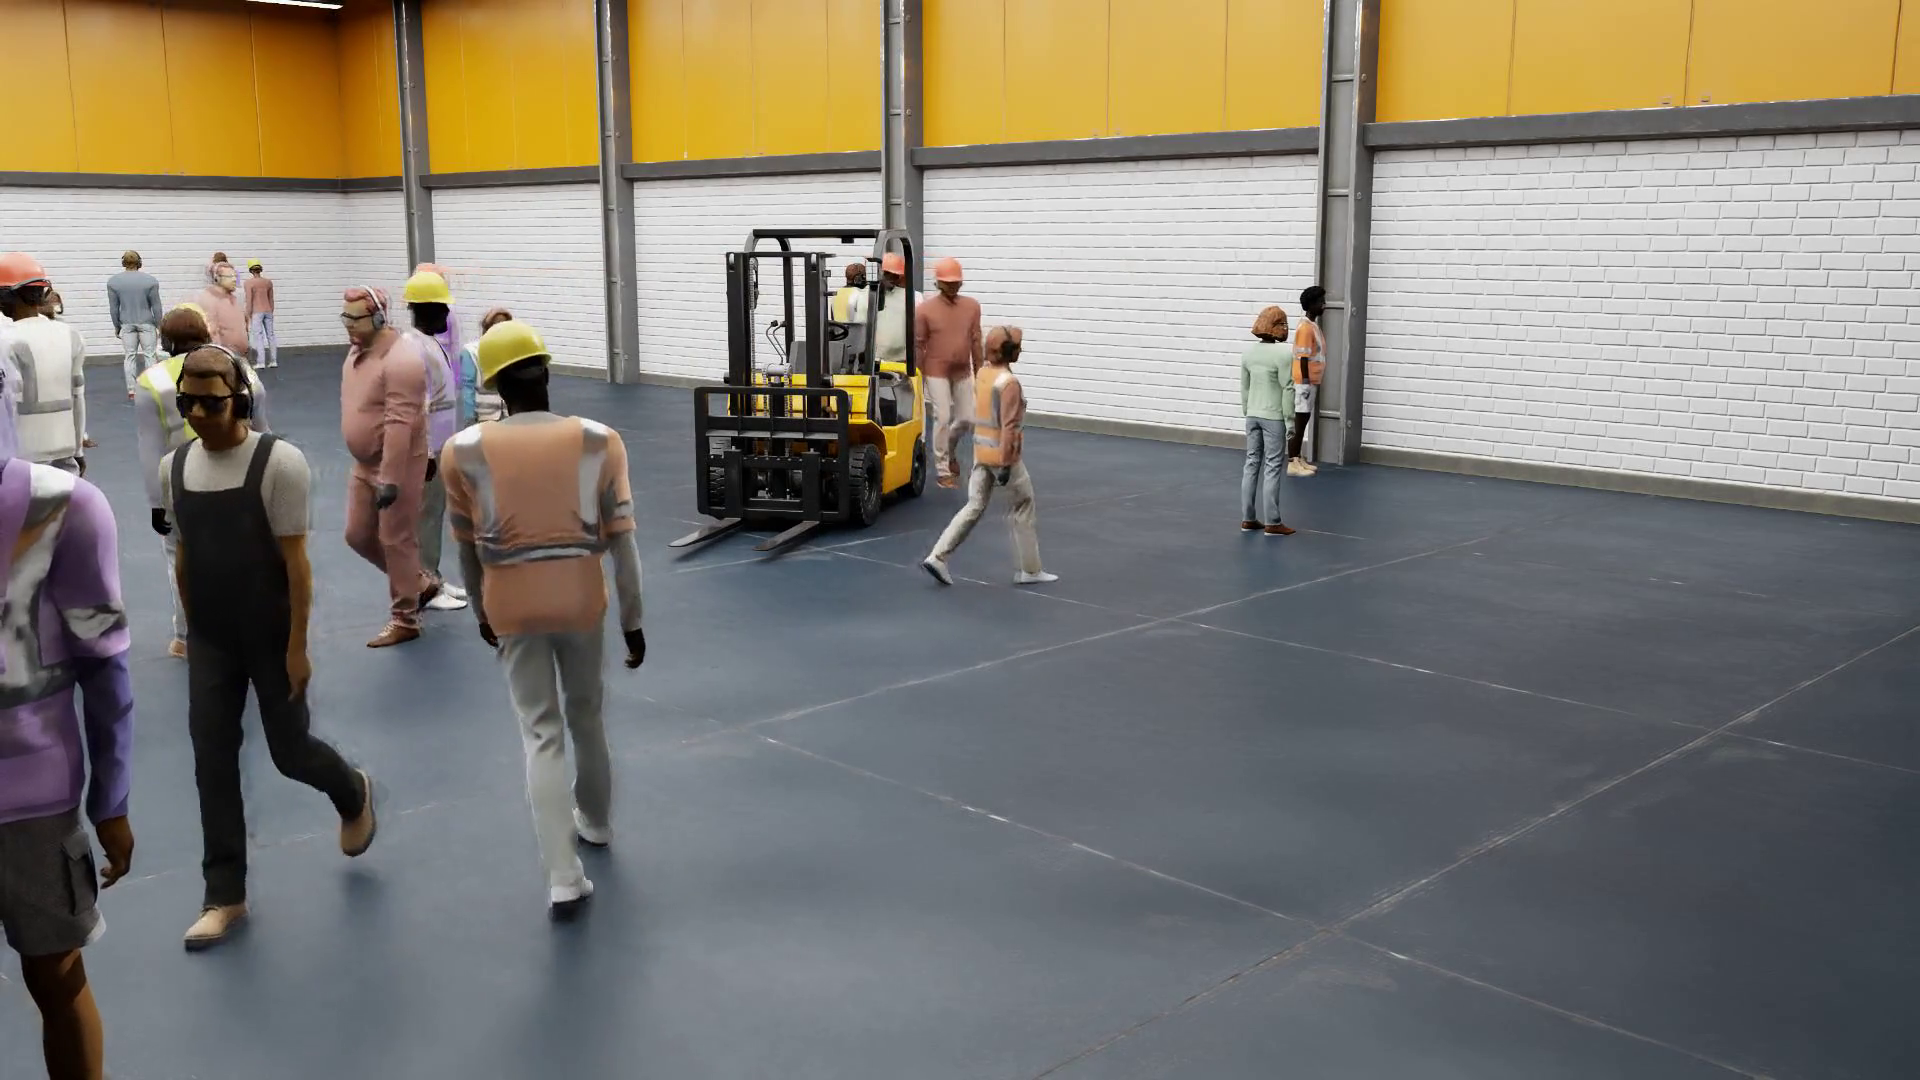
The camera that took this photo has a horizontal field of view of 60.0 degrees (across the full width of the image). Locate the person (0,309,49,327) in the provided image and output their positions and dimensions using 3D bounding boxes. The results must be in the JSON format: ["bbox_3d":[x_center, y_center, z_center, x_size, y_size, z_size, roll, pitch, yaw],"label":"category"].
[{"bbox_3d":[-6.630,-0.967,11.698,0.360,1.939,0.543,5,12,26],"label":"person"}]

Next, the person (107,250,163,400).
[{"bbox_3d":[-10.656,-2.774,21.548,0.632,1.940,0.372,-3,11,-14],"label":"person"}]

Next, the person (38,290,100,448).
[{"bbox_3d":[-9.129,-1.706,16.658,0.829,1.597,0.511,2,11,13],"label":"person"}]

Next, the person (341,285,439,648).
[{"bbox_3d":[-2.963,-0.376,8.636,0.664,1.883,0.499,9,14,40],"label":"person"}]

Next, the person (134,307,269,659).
[{"bbox_3d":[-3.647,-0.241,8.166,0.645,1.799,0.955,-10,14,-43],"label":"person"}]

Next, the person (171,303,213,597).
[{"bbox_3d":[-4.170,-0.412,9.143,0.533,1.768,0.310,-10,15,-44],"label":"person"}]

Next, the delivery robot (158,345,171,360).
[{"bbox_3d":[-12.226,-2.947,26.012,0.707,0.478,0.477,7,13,35],"label":"delivery robot"}]

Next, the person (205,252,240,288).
[{"bbox_3d":[-12.450,-3.940,28.158,0.378,1.845,0.570,10,14,44],"label":"person"}]

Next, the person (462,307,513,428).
[{"bbox_3d":[-3.463,-0.923,12.333,0.511,1.612,0.696,-7,12,-33],"label":"person"}]

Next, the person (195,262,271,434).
[{"bbox_3d":[-6.926,-1.706,15.921,0.911,1.871,0.650,2,11,12],"label":"person"}]

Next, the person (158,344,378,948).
[{"bbox_3d":[-2.196,0.285,5.226,0.519,1.820,0.798,1,10,7],"label":"person"}]

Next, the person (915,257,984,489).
[{"bbox_3d":[-0.121,-1.422,14.140,0.642,1.956,0.734,-5,11,-23],"label":"person"}]

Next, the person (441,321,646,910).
[{"bbox_3d":[-1.344,0.229,5.416,0.606,1.865,0.897,-4,11,-21],"label":"person"}]

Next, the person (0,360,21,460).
[{"bbox_3d":[-4.762,-0.233,7.799,0.899,1.894,0.663,-2,11,-9],"label":"person"}]

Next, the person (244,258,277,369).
[{"bbox_3d":[-11.215,-3.617,26.629,0.329,1.764,0.524,6,12,30],"label":"person"}]

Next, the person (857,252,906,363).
[{"bbox_3d":[-0.685,-1.719,15.700,0.654,1.972,0.433,-5,12,-26],"label":"person"}]

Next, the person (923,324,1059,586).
[{"bbox_3d":[0.175,-0.504,10.086,0.809,1.607,0.515,-5,12,-25],"label":"person"}]

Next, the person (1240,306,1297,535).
[{"bbox_3d":[2.206,-0.850,11.889,0.280,1.633,0.500,-7,12,-33],"label":"person"}]

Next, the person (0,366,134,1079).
[{"bbox_3d":[-1.979,0.515,3.329,0.609,2.043,0.397,-2,11,-12],"label":"person"}]

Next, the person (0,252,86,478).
[{"bbox_3d":[-4.820,-0.465,8.670,0.372,2.042,0.615,2,11,12],"label":"person"}]

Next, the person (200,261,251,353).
[{"bbox_3d":[-8.948,-2.481,20.270,0.519,1.834,0.898,-5,12,-27],"label":"person"}]

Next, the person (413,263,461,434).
[{"bbox_3d":[-4.138,-1.281,13.476,0.729,1.920,0.566,-4,11,-23],"label":"person"}]

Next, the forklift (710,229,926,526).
[{"bbox_3d":[-1.050,-1.319,12.920,1.214,2.155,2.313,2,11,13],"label":"forklift"}]

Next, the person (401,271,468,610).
[{"bbox_3d":[-3.024,-0.566,9.540,0.366,1.926,0.594,-2,11,-10],"label":"person"}]

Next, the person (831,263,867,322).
[{"bbox_3d":[-1.098,-1.994,17.562,0.429,1.842,0.630,-7,13,-35],"label":"person"}]

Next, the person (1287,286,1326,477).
[{"bbox_3d":[3.081,-1.407,14.786,0.321,1.690,0.527,3,11,17],"label":"person"}]

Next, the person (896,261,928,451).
[{"bbox_3d":[-0.540,-1.783,16.294,0.337,1.882,0.583,9,14,41],"label":"person"}]
